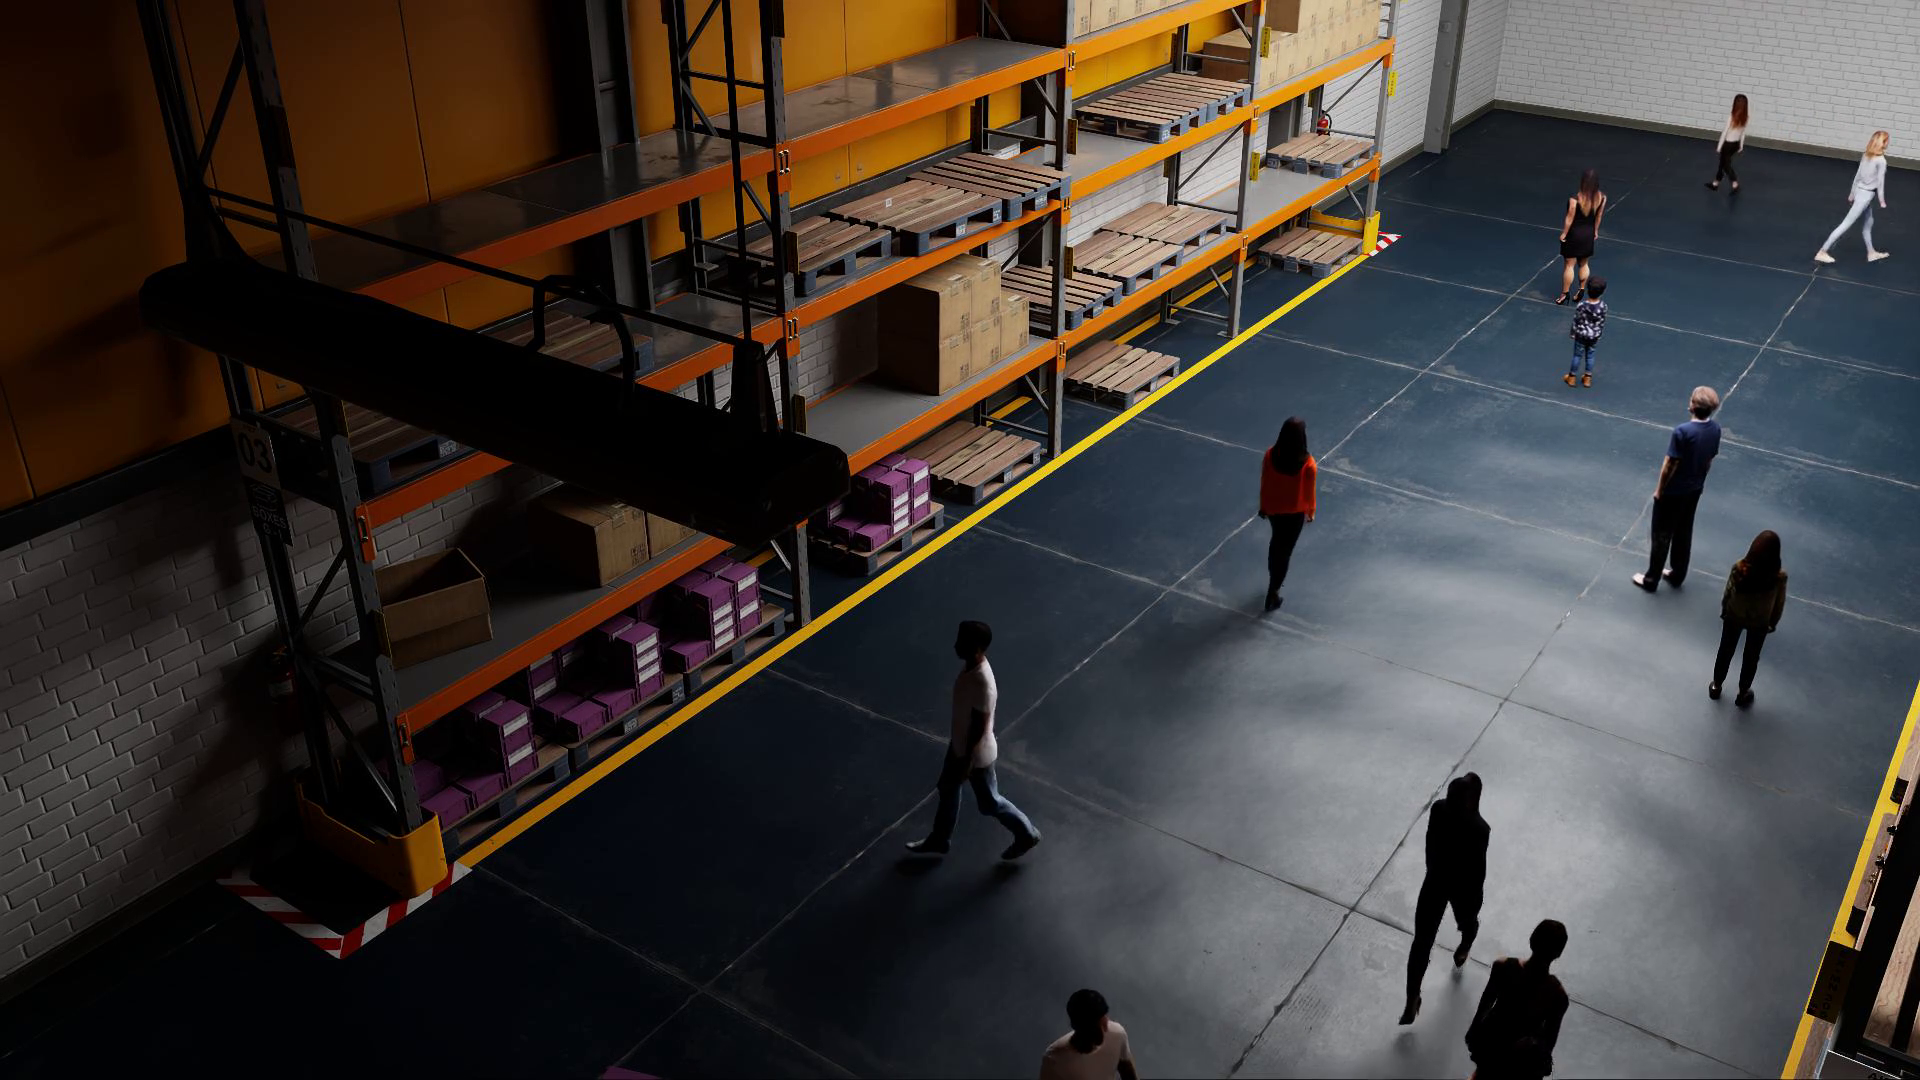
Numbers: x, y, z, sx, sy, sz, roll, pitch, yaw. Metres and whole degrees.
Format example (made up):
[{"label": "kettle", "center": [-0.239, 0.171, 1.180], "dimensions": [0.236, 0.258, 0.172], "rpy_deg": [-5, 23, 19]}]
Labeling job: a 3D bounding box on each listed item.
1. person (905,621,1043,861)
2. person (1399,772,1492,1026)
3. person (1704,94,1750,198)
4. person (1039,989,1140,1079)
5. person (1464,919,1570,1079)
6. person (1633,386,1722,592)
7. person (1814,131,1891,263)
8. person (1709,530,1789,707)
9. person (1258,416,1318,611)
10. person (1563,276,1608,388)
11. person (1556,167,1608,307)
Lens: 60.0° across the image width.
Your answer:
[{"label": "person", "center": [0.181, 1.370, 10.972], "dimensions": [1.219, 1.831, 1.154], "rpy_deg": [-5, 29, -9]}, {"label": "person", "center": [2.958, 2.060, 9.880], "dimensions": [0.679, 1.667, 1.108], "rpy_deg": [23, 36, 36]}, {"label": "person", "center": [11.384, -5.781, 24.469], "dimensions": [0.975, 1.461, 0.960], "rpy_deg": [-10, 30, -17]}, {"label": "person", "center": [0.563, 2.846, 8.421], "dimensions": [1.052, 1.684, 0.914], "rpy_deg": [-20, 35, -32]}, {"label": "person", "center": [2.844, 2.698, 8.710], "dimensions": [0.665, 1.667, 0.742], "rpy_deg": [21, 35, 33]}, {"label": "person", "center": [6.189, -0.436, 14.246], "dimensions": [0.685, 1.867, 0.794], "rpy_deg": [-10, 30, -17]}, {"label": "person", "center": [11.667, -4.404, 21.653], "dimensions": [1.108, 1.742, 1.194], "rpy_deg": [1, 29, 1]}, {"label": "person", "center": [6.055, 0.590, 12.772], "dimensions": [0.581, 1.477, 0.514], "rpy_deg": [17, 33, 28]}, {"label": "person", "center": [2.684, -0.197, 13.948], "dimensions": [0.655, 1.734, 0.729], "rpy_deg": [24, 37, 36]}, {"label": "person", "center": [6.909, -2.300, 18.310], "dimensions": [0.560, 1.248, 0.586], "rpy_deg": [3, 29, 5]}, {"label": "person", "center": [7.618, -3.718, 20.420], "dimensions": [0.745, 1.718, 0.819], "rpy_deg": [-7, 29, -12]}]
